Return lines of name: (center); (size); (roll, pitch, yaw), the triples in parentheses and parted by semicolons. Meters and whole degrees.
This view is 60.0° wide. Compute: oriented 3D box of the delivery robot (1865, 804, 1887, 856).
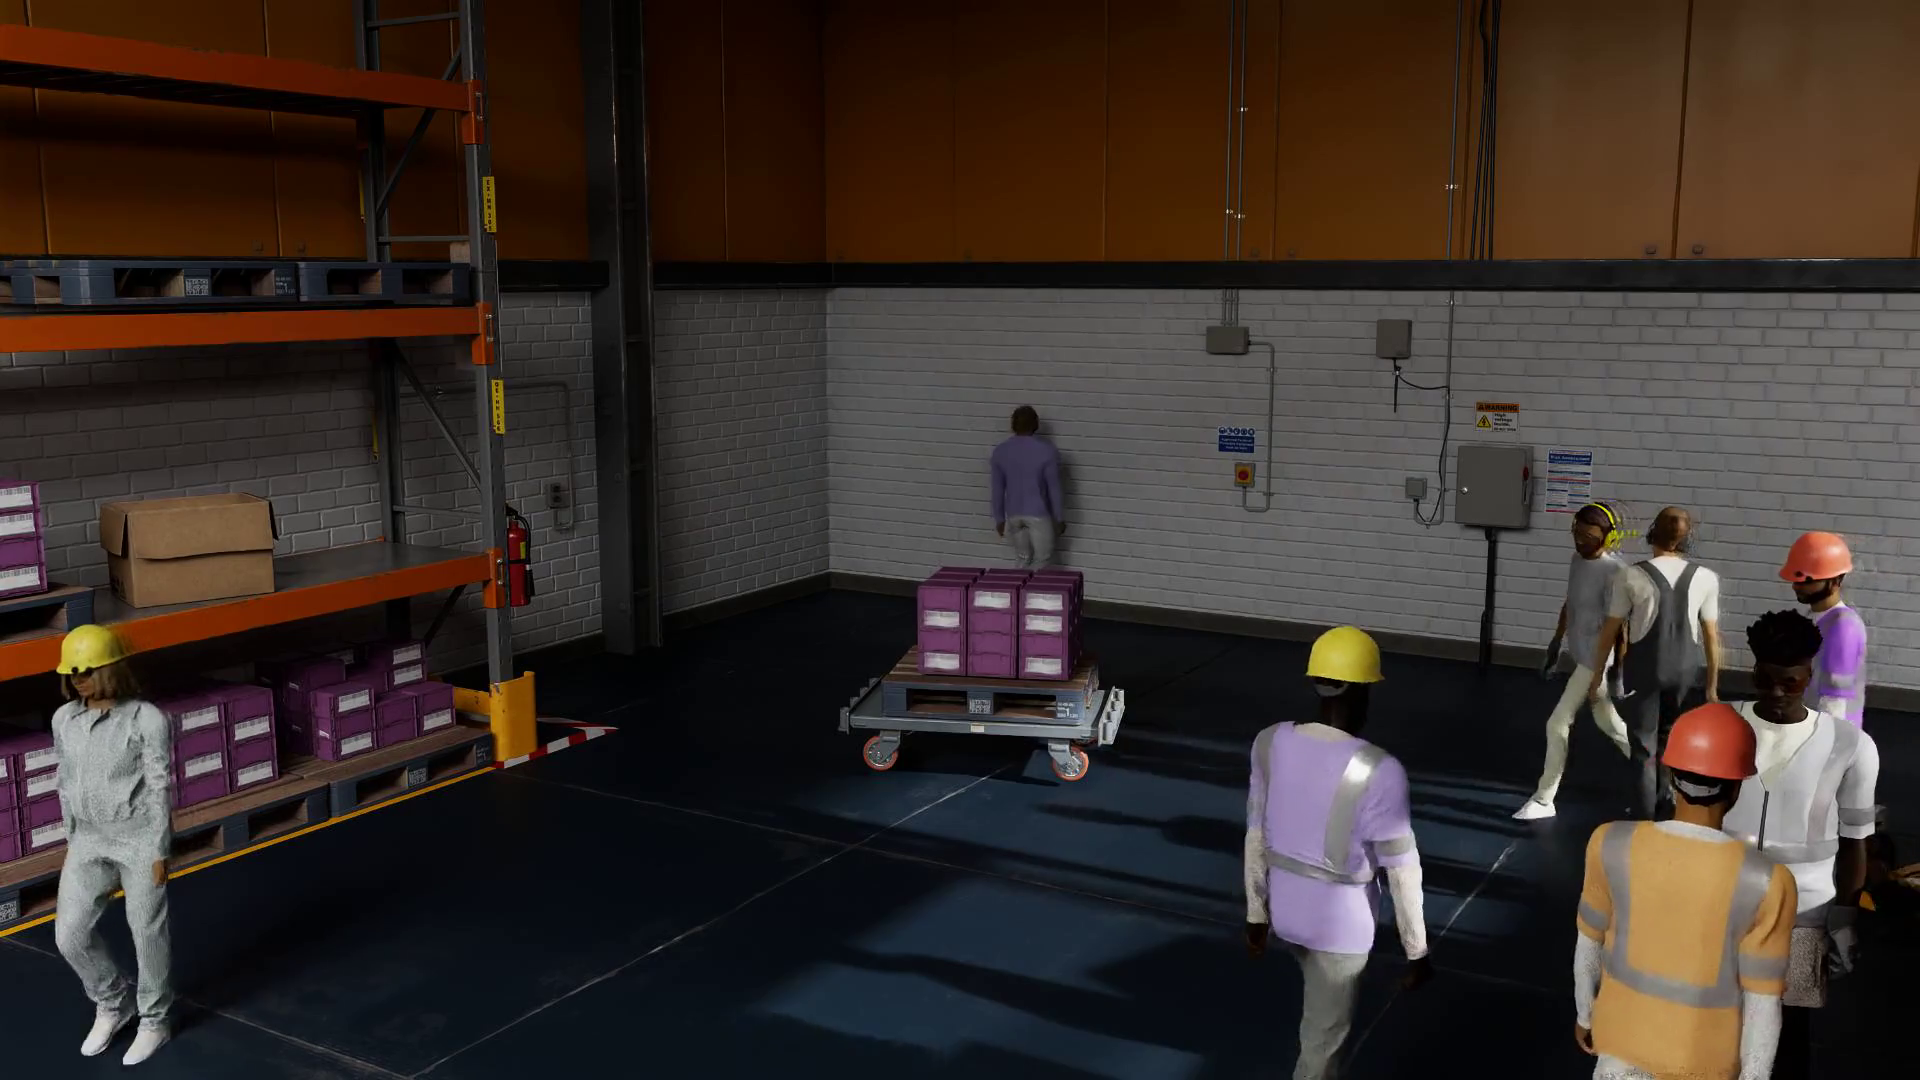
delivery robot: (4.240, 1.375, 8.373); (0.477, 0.478, 0.707); (-6, 11, -33)

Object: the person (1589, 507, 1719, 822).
person: (3.641, 0.734, 8.727); (0.578, 1.817, 0.527); (1, 9, 4)

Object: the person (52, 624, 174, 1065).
person: (-3.221, 1.164, 6.347); (0.487, 1.729, 0.388); (1, 9, 3)

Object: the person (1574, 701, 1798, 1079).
person: (1.946, 1.373, 4.548); (0.562, 1.894, 0.986); (6, 11, 31)

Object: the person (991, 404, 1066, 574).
person: (0.563, -0.205, 14.276); (0.648, 1.926, 0.737); (6, 11, 32)

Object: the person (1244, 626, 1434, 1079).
person: (1.258, 1.221, 5.436); (0.731, 1.899, 0.605); (-6, 11, -34)

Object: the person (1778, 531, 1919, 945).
person: (3.891, 0.901, 7.405); (0.649, 1.909, 0.560); (2, 9, 12)

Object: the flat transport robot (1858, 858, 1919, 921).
flat transport robot: (4.858, 1.704, 7.494); (0.652, 0.197, 1.431); (-5, 10, -28)

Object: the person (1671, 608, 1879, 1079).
person: (2.641, 1.186, 5.474); (0.603, 1.959, 0.375); (6, 11, 31)

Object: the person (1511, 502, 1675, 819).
person: (3.548, 0.685, 9.172); (0.945, 1.834, 0.567); (0, 9, 2)
